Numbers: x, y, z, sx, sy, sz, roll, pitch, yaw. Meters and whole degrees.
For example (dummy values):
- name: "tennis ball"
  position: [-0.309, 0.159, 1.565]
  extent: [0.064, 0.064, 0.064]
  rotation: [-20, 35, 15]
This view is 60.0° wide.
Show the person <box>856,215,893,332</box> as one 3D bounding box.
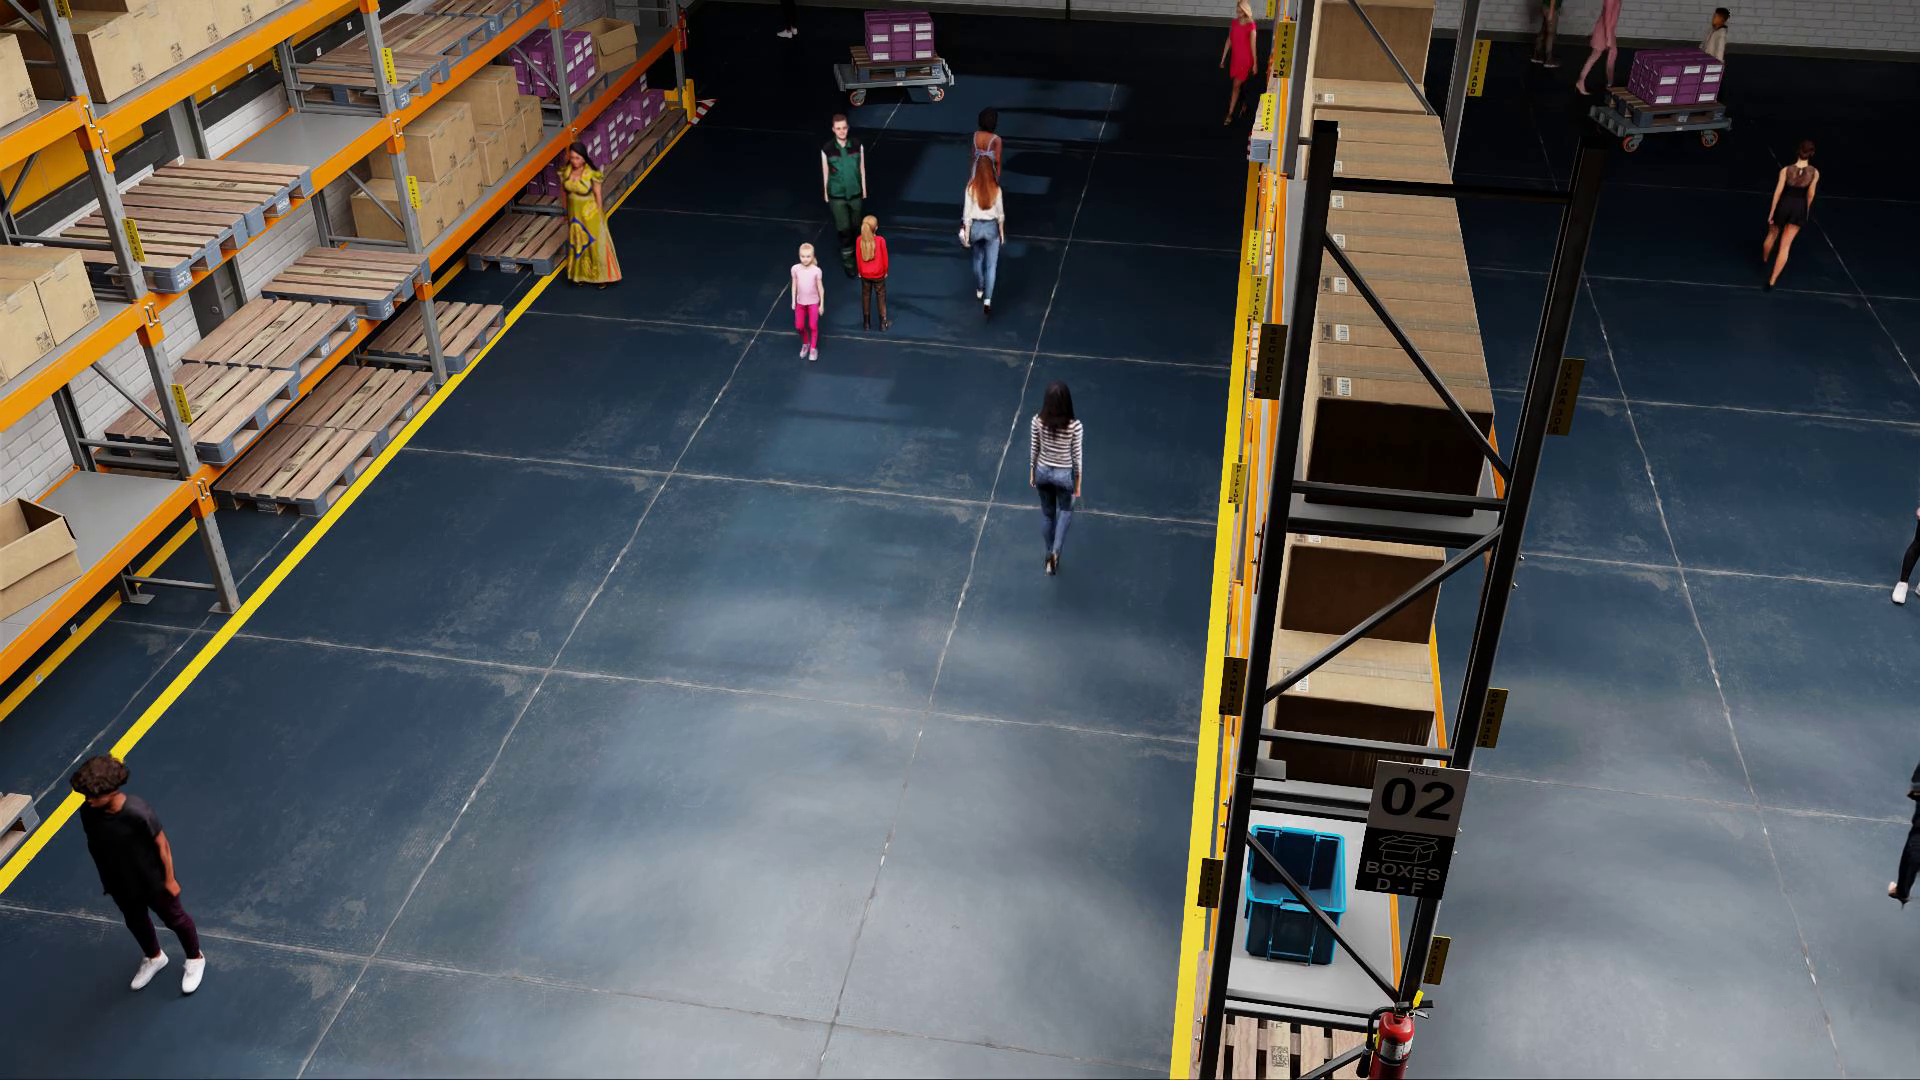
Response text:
- name: "person"
  position: [-0.925, -2.832, 17.612]
  extent: [0.490, 1.280, 0.496]
  rotation: [7, 34, 10]

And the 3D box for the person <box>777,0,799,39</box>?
- name: "person"
  position: [-2.745, -8.832, 26.222]
  extent: [0.714, 1.742, 0.579]
  rotation: [18, 38, 25]

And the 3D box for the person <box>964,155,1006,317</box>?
- name: "person"
  position: [0.259, -3.257, 17.870]
  extent: [0.678, 1.701, 1.113]
  rotation: [2, 34, 3]

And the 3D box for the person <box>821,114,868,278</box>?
- name: "person"
  position: [-1.301, -3.930, 18.776]
  extent: [0.962, 1.821, 1.147]
  rotation: [-10, 35, -14]

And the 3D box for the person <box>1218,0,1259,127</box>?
- name: "person"
  position: [3.934, -6.592, 22.899]
  extent: [0.997, 1.689, 0.931]
  rotation: [-22, 40, -30]

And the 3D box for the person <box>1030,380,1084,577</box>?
- name: "person"
  position: [0.755, -0.440, 13.556]
  extent: [0.618, 1.786, 0.791]
  rotation: [8, 35, 12]

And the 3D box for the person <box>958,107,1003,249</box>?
- name: "person"
  position: [0.248, -4.108, 19.180]
  extent: [0.801, 1.670, 0.970]
  rotation: [22, 39, 29]

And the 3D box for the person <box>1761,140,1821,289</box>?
- name: "person"
  position: [9.181, -3.573, 18.418]
  extent: [0.742, 1.621, 1.174]
  rotation: [13, 36, 18]

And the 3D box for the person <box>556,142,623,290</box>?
- name: "person"
  position: [-4.178, -3.630, 18.471]
  extent: [0.830, 1.658, 0.711]
  rotation: [6, 34, 9]

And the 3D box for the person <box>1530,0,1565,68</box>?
- name: "person"
  position: [8.849, -7.994, 25.047]
  extent: [0.726, 1.646, 0.716]
  rotation: [9, 35, 13]

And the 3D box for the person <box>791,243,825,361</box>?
- name: "person"
  position: [-1.558, -2.474, 17.090]
  extent: [0.514, 1.261, 0.521]
  rotation: [3, 34, 5]

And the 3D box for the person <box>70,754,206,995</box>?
- name: "person"
  position: [-4.905, 1.976, 9.927]
  extent: [0.640, 1.780, 0.569]
  rotation: [3, 34, 4]

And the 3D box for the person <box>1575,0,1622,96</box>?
- name: "person"
  position: [9.125, -7.241, 23.799]
  extent: [0.904, 1.775, 0.956]
  rotation: [18, 38, 25]
